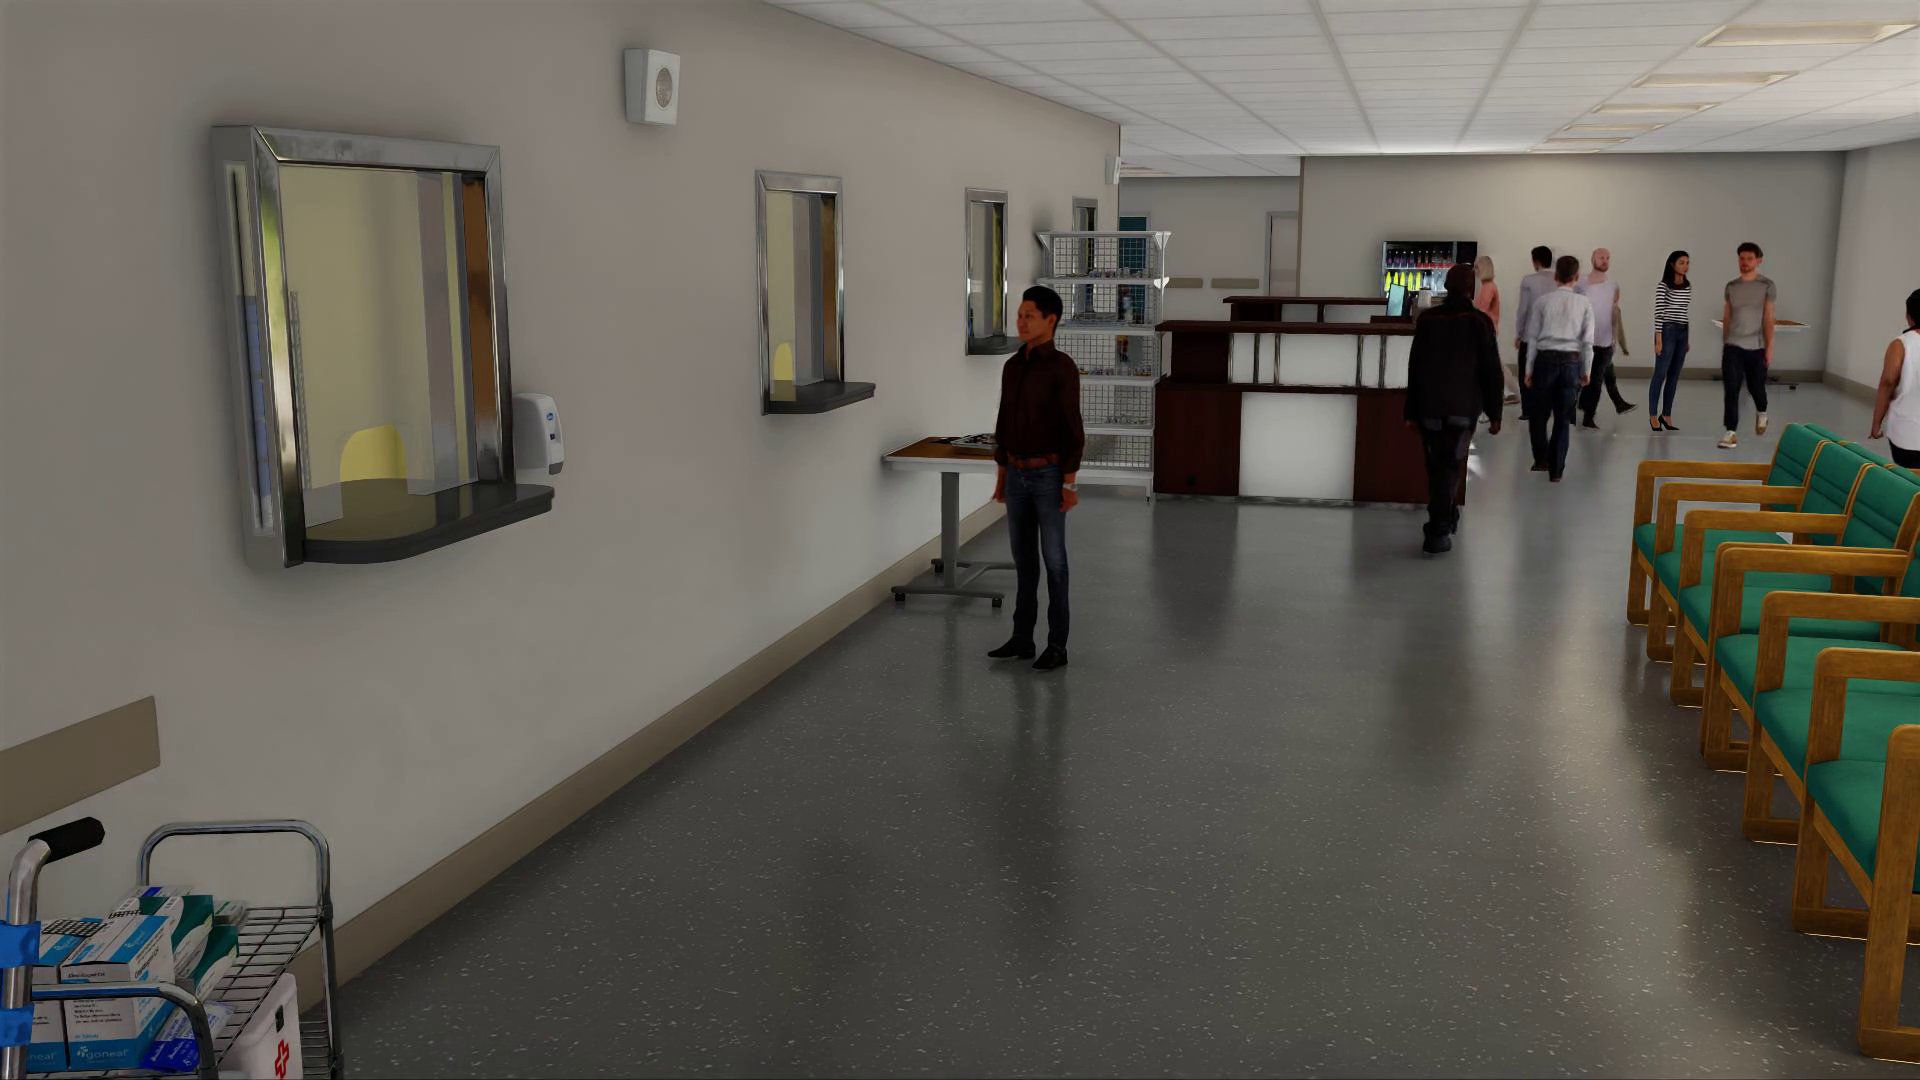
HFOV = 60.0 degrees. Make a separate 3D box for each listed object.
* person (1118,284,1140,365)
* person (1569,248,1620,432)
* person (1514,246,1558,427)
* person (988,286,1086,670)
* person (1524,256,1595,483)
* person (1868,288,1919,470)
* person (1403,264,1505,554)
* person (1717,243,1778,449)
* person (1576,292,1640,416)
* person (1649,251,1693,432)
[{"bbox_3d":[2.436,-3.247,24.739,0.606,1.261,0.679,-4,12,-22],"label":"person"},{"bbox_3d":[6.308,-2.013,16.725,0.755,1.824,0.863,-1,11,-5],"label":"person"},{"bbox_3d":[5.953,-2.064,17.005,0.748,1.820,0.855,1,11,7],"label":"person"},{"bbox_3d":[0.376,-0.292,7.773,0.776,1.781,0.651,-10,15,-43],"label":"person"},{"bbox_3d":[4.802,-1.366,13.369,0.597,1.804,0.734,3,11,16],"label":"person"},{"bbox_3d":[5.928,-0.693,10.202,0.894,1.663,0.864,0,11,-1],"label":"person"},{"bbox_3d":[3.030,-0.799,10.408,1.177,1.794,1.045,7,13,34],"label":"person"},{"bbox_3d":[7.278,-1.769,15.329,1.151,1.866,1.018,9,14,41],"label":"person"},{"bbox_3d":[6.887,-2.048,17.957,0.884,1.433,1.046,-9,14,-41],"label":"person"},{"bbox_3d":[7.106,-1.985,16.610,0.646,1.795,0.725,-5,12,-25],"label":"person"}]
